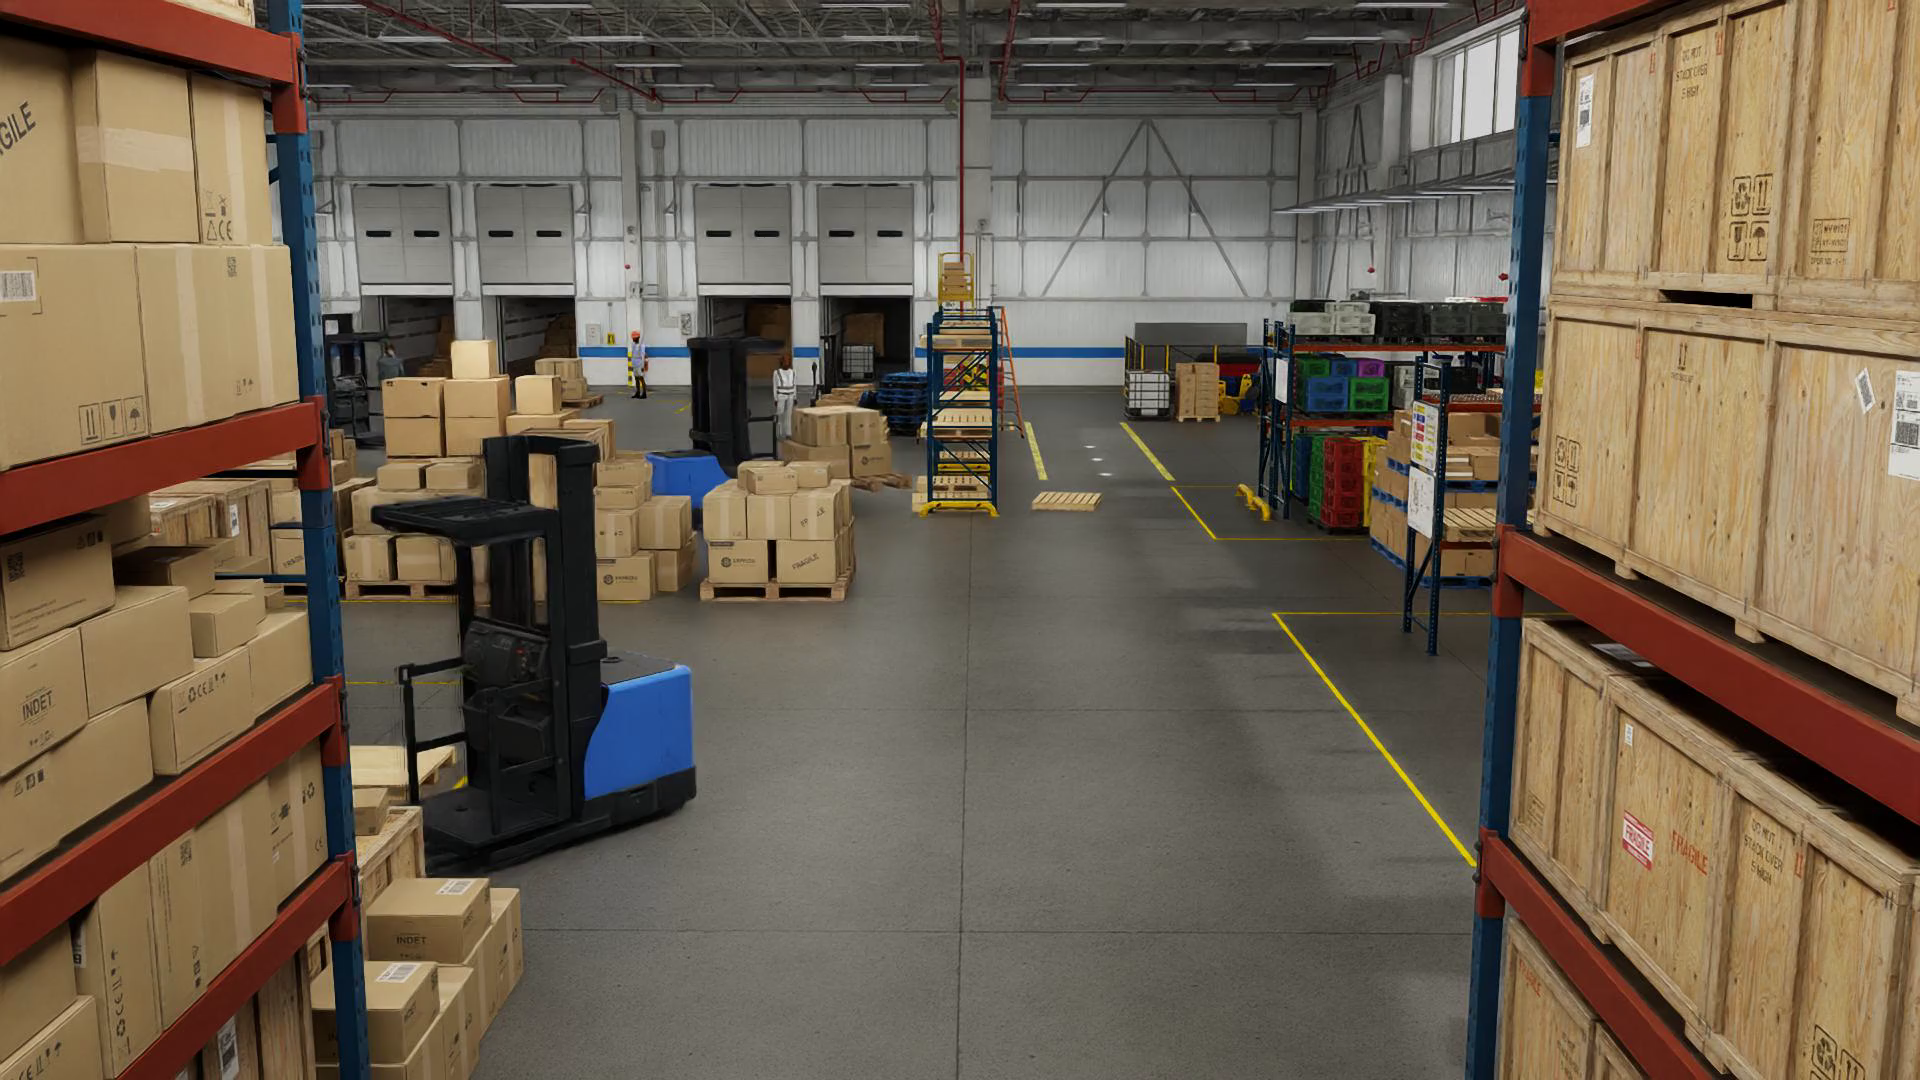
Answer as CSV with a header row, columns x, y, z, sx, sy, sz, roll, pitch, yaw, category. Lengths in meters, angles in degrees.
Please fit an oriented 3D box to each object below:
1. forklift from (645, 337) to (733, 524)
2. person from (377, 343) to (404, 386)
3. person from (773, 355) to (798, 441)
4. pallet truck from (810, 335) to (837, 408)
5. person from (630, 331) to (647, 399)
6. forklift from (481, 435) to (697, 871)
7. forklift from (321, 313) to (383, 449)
x,y,z,sx,sy,sz,roll,pitch,yaw,category
-3.817,-1.683,25.412,1.873,2.768,1.129,-6,12,-31,forklift
-13.995,-3.881,40.877,0.636,1.924,0.669,-8,13,-39,person
-3.836,-3.116,36.556,0.574,1.881,0.358,-8,12,-37,person
-3.021,-4.312,43.126,1.885,1.965,0.823,3,10,17,pallet truck
-9.121,-4.948,47.009,0.544,1.928,0.392,9,13,42,person
-2.934,0.663,11.878,1.129,2.768,1.873,8,13,39,forklift
-13.290,-3.411,35.384,1.873,2.768,1.129,4,10,20,forklift
